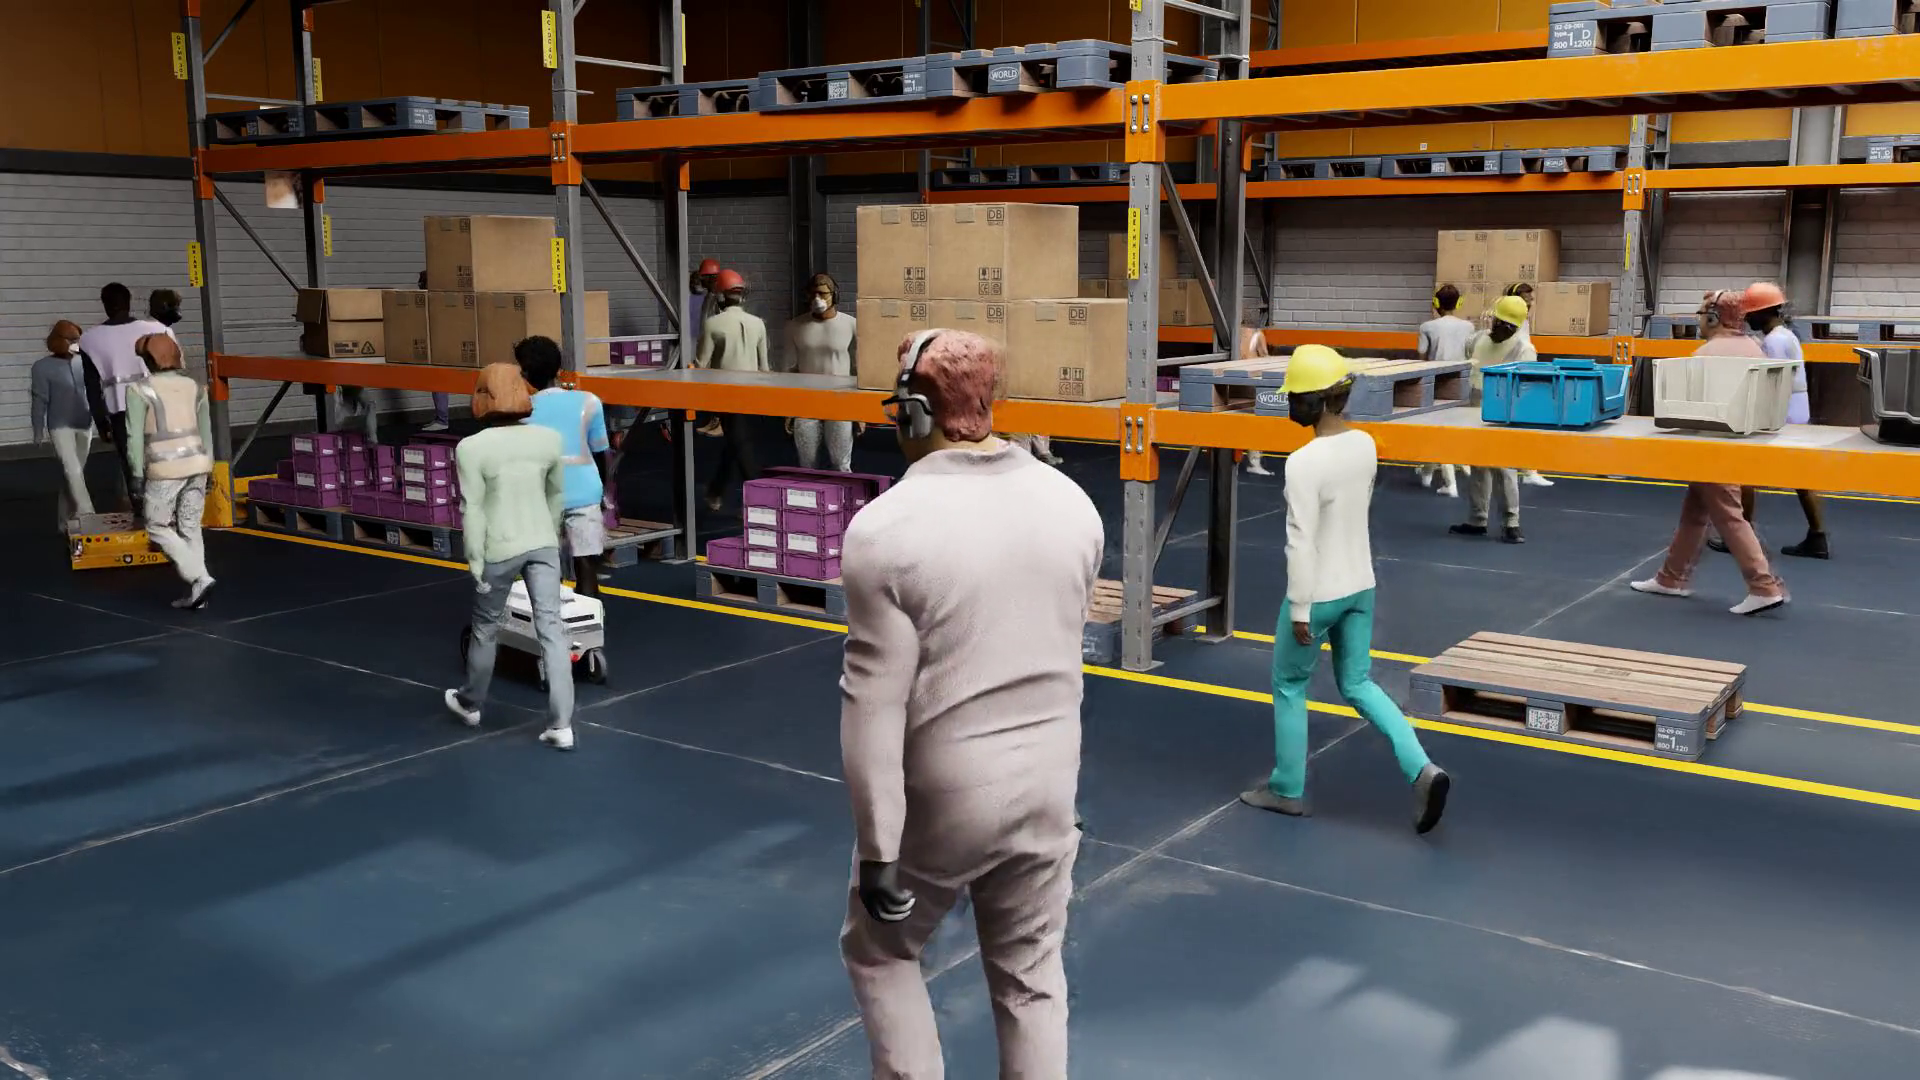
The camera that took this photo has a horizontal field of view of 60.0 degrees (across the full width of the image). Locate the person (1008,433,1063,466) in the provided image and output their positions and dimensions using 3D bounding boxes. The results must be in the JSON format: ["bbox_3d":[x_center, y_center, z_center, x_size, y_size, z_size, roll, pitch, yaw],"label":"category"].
[{"bbox_3d":[0.798,-1.694,16.368,0.871,1.953,0.630,6,11,31],"label":"person"}]

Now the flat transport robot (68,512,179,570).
[{"bbox_3d":[-5.756,-0.022,11.431,0.652,0.197,1.431,-5,11,-28],"label":"flat transport robot"}]

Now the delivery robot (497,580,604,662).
[{"bbox_3d":[-2.032,0.359,8.040,0.477,0.478,0.707,-9,13,-43],"label":"delivery robot"}]

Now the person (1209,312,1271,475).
[{"bbox_3d":[2.689,-1.409,15.715,0.605,1.614,0.326,3,10,17],"label":"person"}]

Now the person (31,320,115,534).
[{"bbox_3d":[-6.402,-0.792,12.088,0.842,1.586,0.503,5,11,26],"label":"person"}]

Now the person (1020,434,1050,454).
[{"bbox_3d":[0.720,-1.640,17.006,0.521,1.636,0.311,-6,11,-33],"label":"person"}]

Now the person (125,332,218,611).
[{"bbox_3d":[-4.460,-0.371,9.488,0.453,1.616,0.558,5,11,25],"label":"person"}]

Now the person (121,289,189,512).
[{"bbox_3d":[-6.418,-1.136,13.559,0.939,1.787,0.676,-3,10,-17],"label":"person"}]

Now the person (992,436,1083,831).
[{"bbox_3d":[0.067,0.202,5.787,0.521,1.726,0.901,-9,13,-44],"label":"person"}]

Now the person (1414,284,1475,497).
[{"bbox_3d":[4.181,-1.318,14.538,0.551,1.817,0.961,-1,10,-9],"label":"person"}]

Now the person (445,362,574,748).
[{"bbox_3d":[-1.897,0.057,7.012,0.497,1.592,0.857,-8,12,-39],"label":"person"}]

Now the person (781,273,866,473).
[{"bbox_3d":[-0.950,-0.907,11.741,0.629,1.940,0.379,2,10,9],"label":"person"}]

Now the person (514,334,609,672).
[{"bbox_3d":[-1.973,-0.184,8.237,0.534,1.665,0.803,-4,10,-21],"label":"person"}]

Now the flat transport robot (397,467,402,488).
[{"bbox_3d":[-4.826,-0.499,14.273,1.431,0.197,0.652,0,10,3],"label":"flat transport robot"}]

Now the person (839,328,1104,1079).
[{"bbox_3d":[0.004,0.516,3.426,0.663,1.887,0.499,-6,11,-33],"label":"person"}]

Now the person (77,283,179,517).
[{"bbox_3d":[-5.904,-0.894,11.913,0.666,1.856,0.918,-6,11,-30],"label":"person"}]

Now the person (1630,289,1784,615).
[{"bbox_3d":[4.428,-0.519,9.679,0.676,1.866,0.986,-8,12,-38],"label":"person"}]

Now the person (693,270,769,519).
[{"bbox_3d":[-1.861,-1.152,13.164,1.005,1.937,0.630,8,12,40],"label":"person"}]

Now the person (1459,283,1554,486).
[{"bbox_3d":[4.988,-1.428,15.177,0.528,1.837,0.917,-8,12,-40],"label":"person"}]

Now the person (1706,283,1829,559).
[{"bbox_3d":[5.525,-0.799,11.317,0.868,1.865,0.562,6,11,33],"label":"person"}]

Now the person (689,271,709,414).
[{"bbox_3d":[-3.439,-2.615,22.075,0.660,1.874,1.020,-6,11,-33],"label":"person"}]

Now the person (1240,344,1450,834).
[{"bbox_3d":[1.353,0.182,5.848,0.530,1.735,0.742,-8,13,-40],"label":"person"}]

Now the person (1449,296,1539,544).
[{"bbox_3d":[3.836,-0.872,12.037,0.406,1.781,0.679,-5,11,-25],"label":"person"}]

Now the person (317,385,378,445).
[{"bbox_3d":[-6.258,-1.686,17.038,0.491,1.719,0.703,9,13,43],"label":"person"}]

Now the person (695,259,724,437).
[{"bbox_3d":[-2.857,-2.213,19.211,0.374,2.044,0.605,-5,11,-26],"label":"person"}]

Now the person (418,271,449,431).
[{"bbox_3d":[-6.310,-2.258,19.883,0.409,1.907,0.651,-2,10,-14],"label":"person"}]
